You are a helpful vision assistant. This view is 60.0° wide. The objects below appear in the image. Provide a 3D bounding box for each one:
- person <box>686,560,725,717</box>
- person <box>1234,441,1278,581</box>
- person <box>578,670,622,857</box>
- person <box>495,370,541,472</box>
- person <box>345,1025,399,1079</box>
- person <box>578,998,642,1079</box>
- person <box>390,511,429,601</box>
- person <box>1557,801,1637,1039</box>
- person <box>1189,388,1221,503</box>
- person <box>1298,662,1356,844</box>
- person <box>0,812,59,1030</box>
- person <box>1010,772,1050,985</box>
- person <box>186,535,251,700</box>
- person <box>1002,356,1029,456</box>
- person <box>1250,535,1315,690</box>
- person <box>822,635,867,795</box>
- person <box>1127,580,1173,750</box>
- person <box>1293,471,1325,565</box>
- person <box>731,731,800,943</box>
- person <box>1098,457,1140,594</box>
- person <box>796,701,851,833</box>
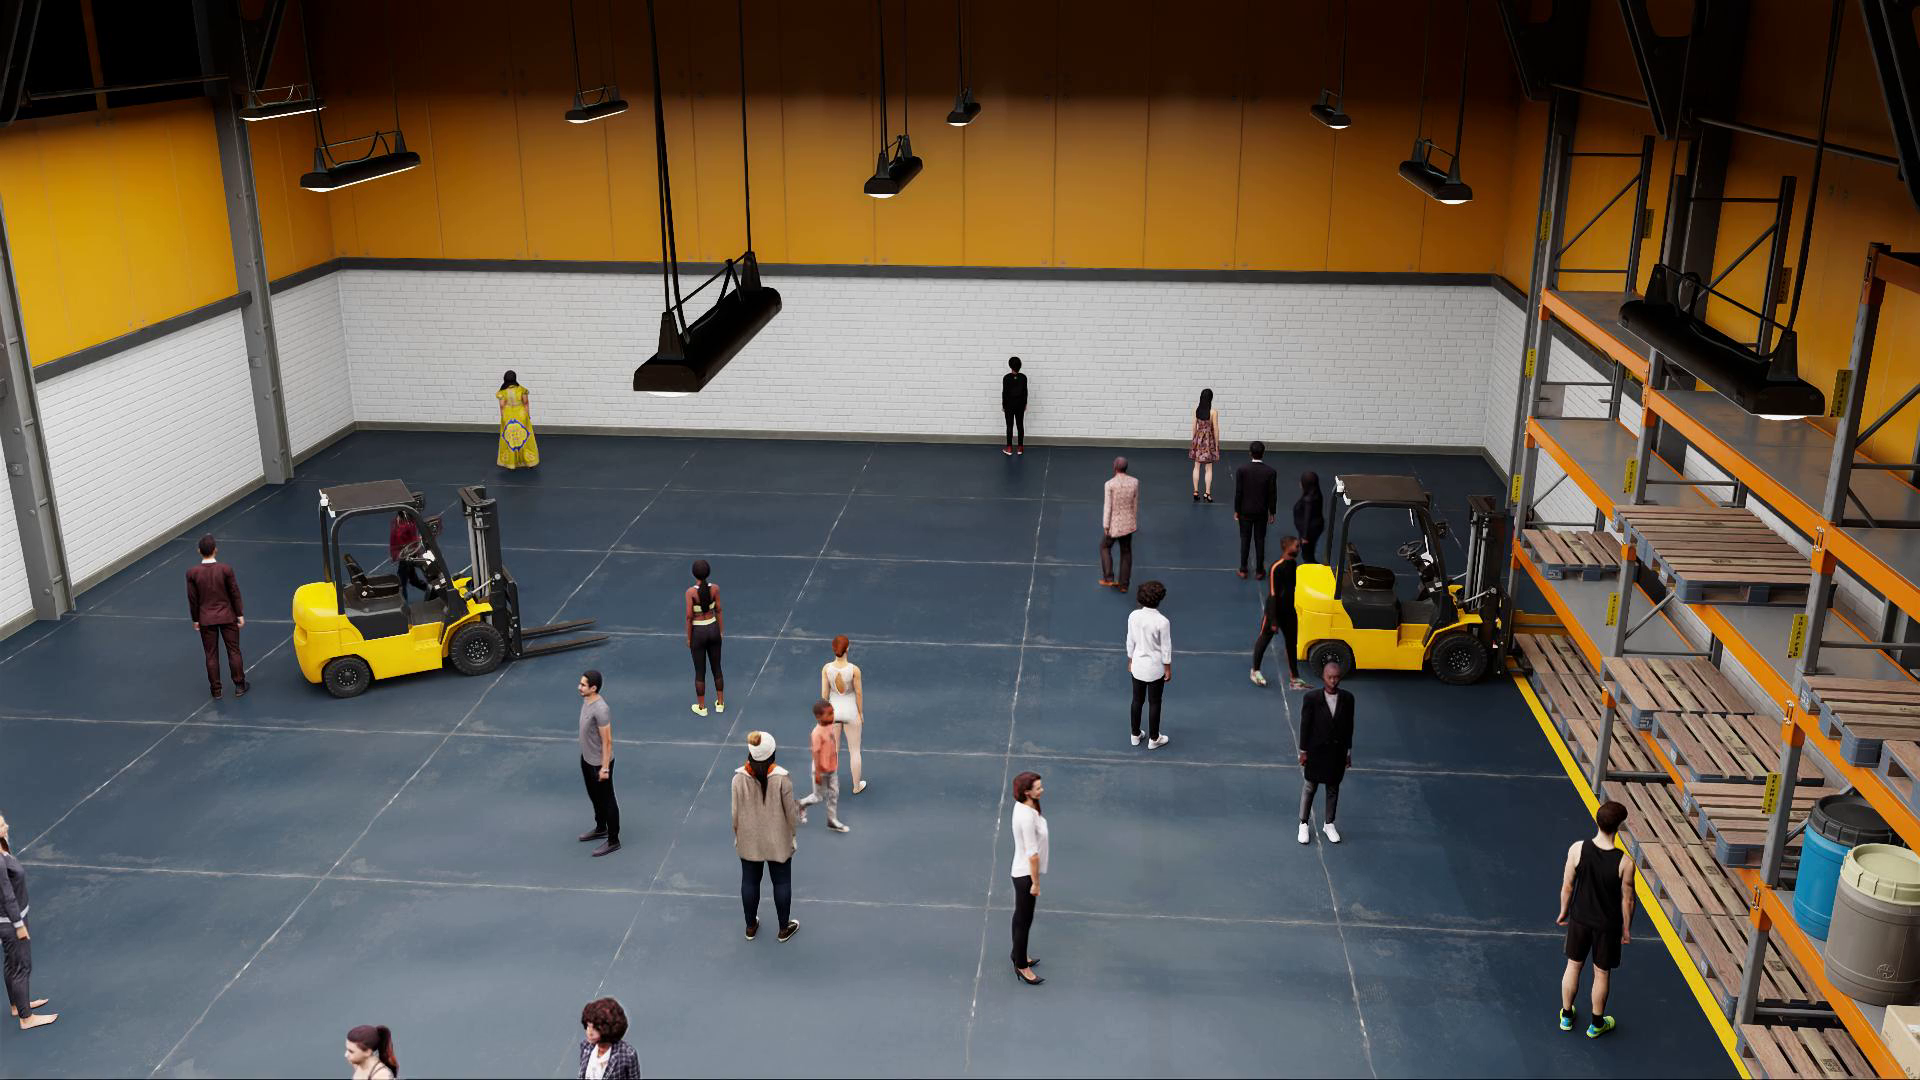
[{"bbox_3d":[-2.753,1.049,17.999,0.646,1.754,0.669,-9,21,-26],"label":"person"},{"bbox_3d":[3.901,-0.399,22.102,0.710,1.881,0.552,3,19,8],"label":"person"},{"bbox_3d":[-3.309,1.996,15.187,0.764,1.755,0.677,-12,22,-31],"label":"person"},{"bbox_3d":[-7.242,-1.958,27.074,0.971,1.660,0.947,-6,19,-16],"label":"person"},{"bbox_3d":[-3.534,3.713,10.368,0.972,1.576,1.100,17,25,42],"label":"person"},{"bbox_3d":[-2.188,3.624,10.435,0.697,1.702,0.677,10,21,27],"label":"person"},{"bbox_3d":[-6.803,0.222,20.655,0.982,1.626,1.123,16,24,39],"label":"person"},{"bbox_3d":[4.761,2.839,12.473,0.770,1.889,0.750,12,22,32],"label":"person"},{"bbox_3d":[3.736,-1.446,25.378,0.786,1.774,0.820,11,22,31],"label":"person"},{"bbox_3d":[3.375,1.943,15.332,0.671,1.761,0.583,-1,19,-2],"label":"person"},{"bbox_3d":[-7.210,2.856,12.610,0.740,1.768,0.686,-16,24,-39],"label":"person"},{"bbox_3d":[0.523,2.652,13.177,0.697,1.795,0.492,-1,19,-3],"label":"person"},{"bbox_3d":[-8.222,0.850,18.415,0.775,1.865,0.749,-6,20,-18],"label":"person"},{"bbox_3d":[0.920,-2.272,27.983,0.658,1.675,0.627,-4,19,-11],"label":"person"},{"bbox_3d":[3.524,0.795,18.724,1.103,1.773,1.179,-12,22,-31],"label":"person"},{"bbox_3d":[-1.146,1.700,16.240,0.549,1.643,0.480,2,19,7],"label":"person"},{"bbox_3d":[1.952,1.279,17.230,0.718,1.809,0.712,11,22,31],"label":"person"},{"bbox_3d":[4.587,-0.124,21.708,0.755,1.610,0.648,7,20,19],"label":"person"},{"bbox_3d":[-1.622,2.417,13.721,0.701,1.891,0.659,3,19,8],"label":"person"},{"bbox_3d":[2.108,-0.163,21.549,0.846,1.786,0.881,-7,20,-20],"label":"person"},{"bbox_3d":[-1.317,2.114,15.551,0.754,1.298,0.798,10,21,28],"label":"person"}]
